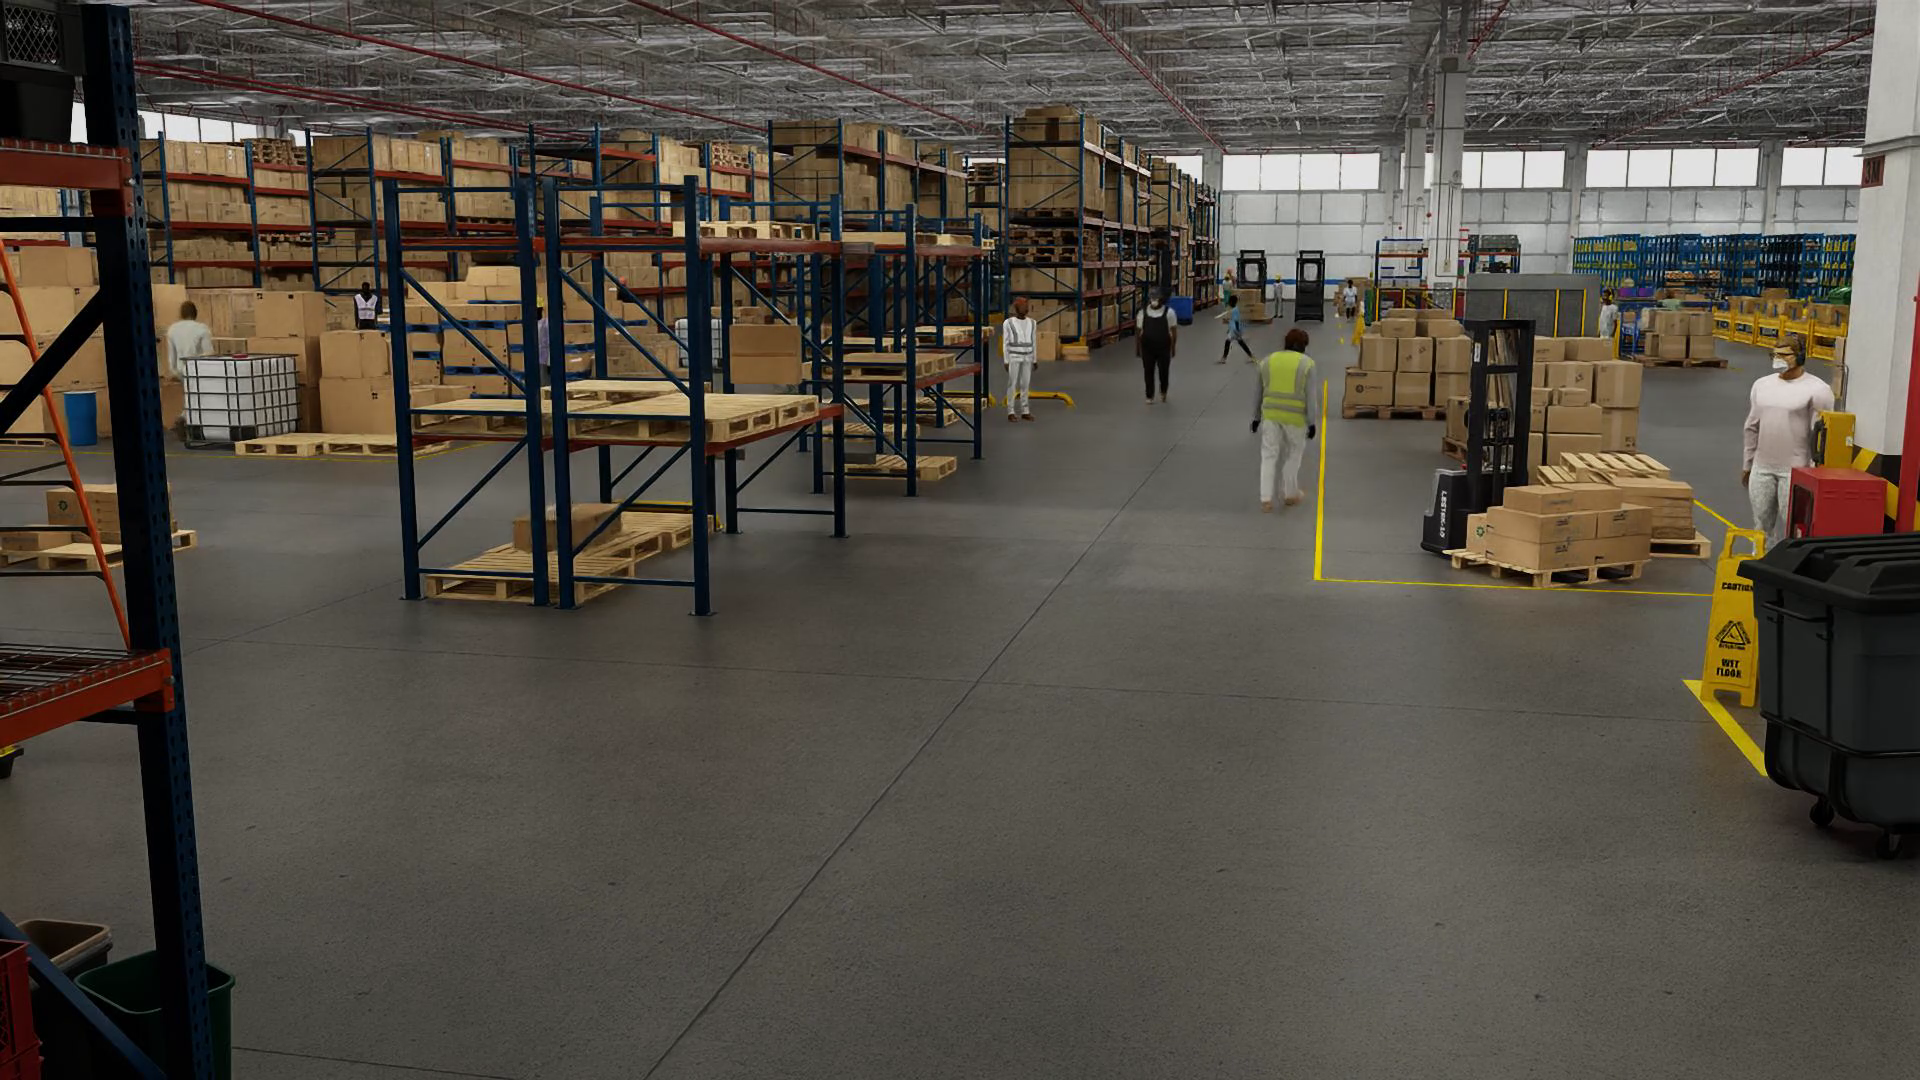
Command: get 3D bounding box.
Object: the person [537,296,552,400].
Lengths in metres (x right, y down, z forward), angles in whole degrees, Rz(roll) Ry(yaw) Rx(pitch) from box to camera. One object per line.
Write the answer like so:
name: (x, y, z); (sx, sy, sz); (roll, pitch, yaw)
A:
person: (-6.316, -2.696, 24.991); (0.594, 1.924, 0.384); (9, 13, 44)

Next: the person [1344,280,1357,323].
person: (15.237, -9.305, 64.866); (0.541, 1.664, 0.731); (1, 10, 6)

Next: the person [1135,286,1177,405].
person: (3.312, -3.305, 28.257); (0.706, 2.000, 0.540); (2, 10, 13)

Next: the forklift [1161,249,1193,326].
forklift: (7.646, -9.320, 61.395); (1.873, 2.768, 1.129); (2, 10, 11)

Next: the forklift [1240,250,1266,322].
forklift: (11.134, -9.673, 63.484); (1.129, 2.768, 1.873); (2, 10, 12)

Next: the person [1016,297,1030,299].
person: (2.581, -9.319, 64.604); (0.717, 1.778, 0.873); (5, 11, 27)

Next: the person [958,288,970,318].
person: (0.031, -9.026, 63.404); (0.651, 1.610, 0.500); (3, 10, 18)

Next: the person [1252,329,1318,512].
person: (3.222, -1.183, 16.454); (0.711, 1.780, 0.908); (6, 11, 30)

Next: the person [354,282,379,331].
person: (-14.796, -5.477, 41.516); (0.587, 1.911, 0.397); (-4, 10, -24)

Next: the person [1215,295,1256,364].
person: (6.585, -4.981, 39.385); (0.925, 1.635, 0.524); (2, 10, 12)

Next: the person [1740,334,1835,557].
person: (5.941, -0.513, 12.028); (0.361, 1.939, 0.635); (-6, 11, -30)

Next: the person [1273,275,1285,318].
person: (13.449, -10.281, 70.227); (0.404, 1.823, 0.591); (-8, 12, -38)

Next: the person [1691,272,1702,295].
person: (34.740, -11.748, 78.621); (0.622, 1.920, 0.845); (2, 10, 10)

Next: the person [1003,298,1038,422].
person: (0.924, -2.746, 25.415); (0.582, 1.884, 0.351); (-5, 11, -28)

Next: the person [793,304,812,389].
person: (-2.910, -3.678, 31.678); (0.546, 1.615, 0.588); (5, 11, 28)

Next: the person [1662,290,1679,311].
person: (20.393, -6.381, 47.741); (0.508, 1.606, 0.704); (1, 10, 9)

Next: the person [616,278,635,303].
person: (-8.580, -5.662, 42.359); (0.623, 1.989, 0.400); (-2, 10, -11)

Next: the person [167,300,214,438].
person: (-10.617, -2.340, 22.927); (0.638, 1.919, 0.825); (2, 10, 13)

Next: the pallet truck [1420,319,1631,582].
pallet truck: (4.543, -0.757, 13.299); (0.823, 1.965, 1.885); (-4, 10, -22)

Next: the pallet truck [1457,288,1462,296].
pallet truck: (20.506, -9.785, 68.819); (0.653, 1.274, 1.630); (2, 10, 12)

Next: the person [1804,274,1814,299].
person: (40.626, -11.860, 79.694); (0.985, 1.788, 0.578); (3, 10, 18)

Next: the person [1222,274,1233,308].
person: (13.569, -12.639, 84.407); (0.526, 1.755, 0.365); (2, 10, 13)

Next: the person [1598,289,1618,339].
person: (13.112, -4.149, 33.763); (0.329, 1.872, 0.511); (-2, 10, -14)

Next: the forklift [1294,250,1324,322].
forklift: (13.778, -10.002, 65.433); (1.129, 2.768, 1.873); (2, 10, 12)

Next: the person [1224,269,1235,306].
person: (14.278, -13.384, 88.153); (0.621, 1.973, 0.736); (1, 10, 9)
